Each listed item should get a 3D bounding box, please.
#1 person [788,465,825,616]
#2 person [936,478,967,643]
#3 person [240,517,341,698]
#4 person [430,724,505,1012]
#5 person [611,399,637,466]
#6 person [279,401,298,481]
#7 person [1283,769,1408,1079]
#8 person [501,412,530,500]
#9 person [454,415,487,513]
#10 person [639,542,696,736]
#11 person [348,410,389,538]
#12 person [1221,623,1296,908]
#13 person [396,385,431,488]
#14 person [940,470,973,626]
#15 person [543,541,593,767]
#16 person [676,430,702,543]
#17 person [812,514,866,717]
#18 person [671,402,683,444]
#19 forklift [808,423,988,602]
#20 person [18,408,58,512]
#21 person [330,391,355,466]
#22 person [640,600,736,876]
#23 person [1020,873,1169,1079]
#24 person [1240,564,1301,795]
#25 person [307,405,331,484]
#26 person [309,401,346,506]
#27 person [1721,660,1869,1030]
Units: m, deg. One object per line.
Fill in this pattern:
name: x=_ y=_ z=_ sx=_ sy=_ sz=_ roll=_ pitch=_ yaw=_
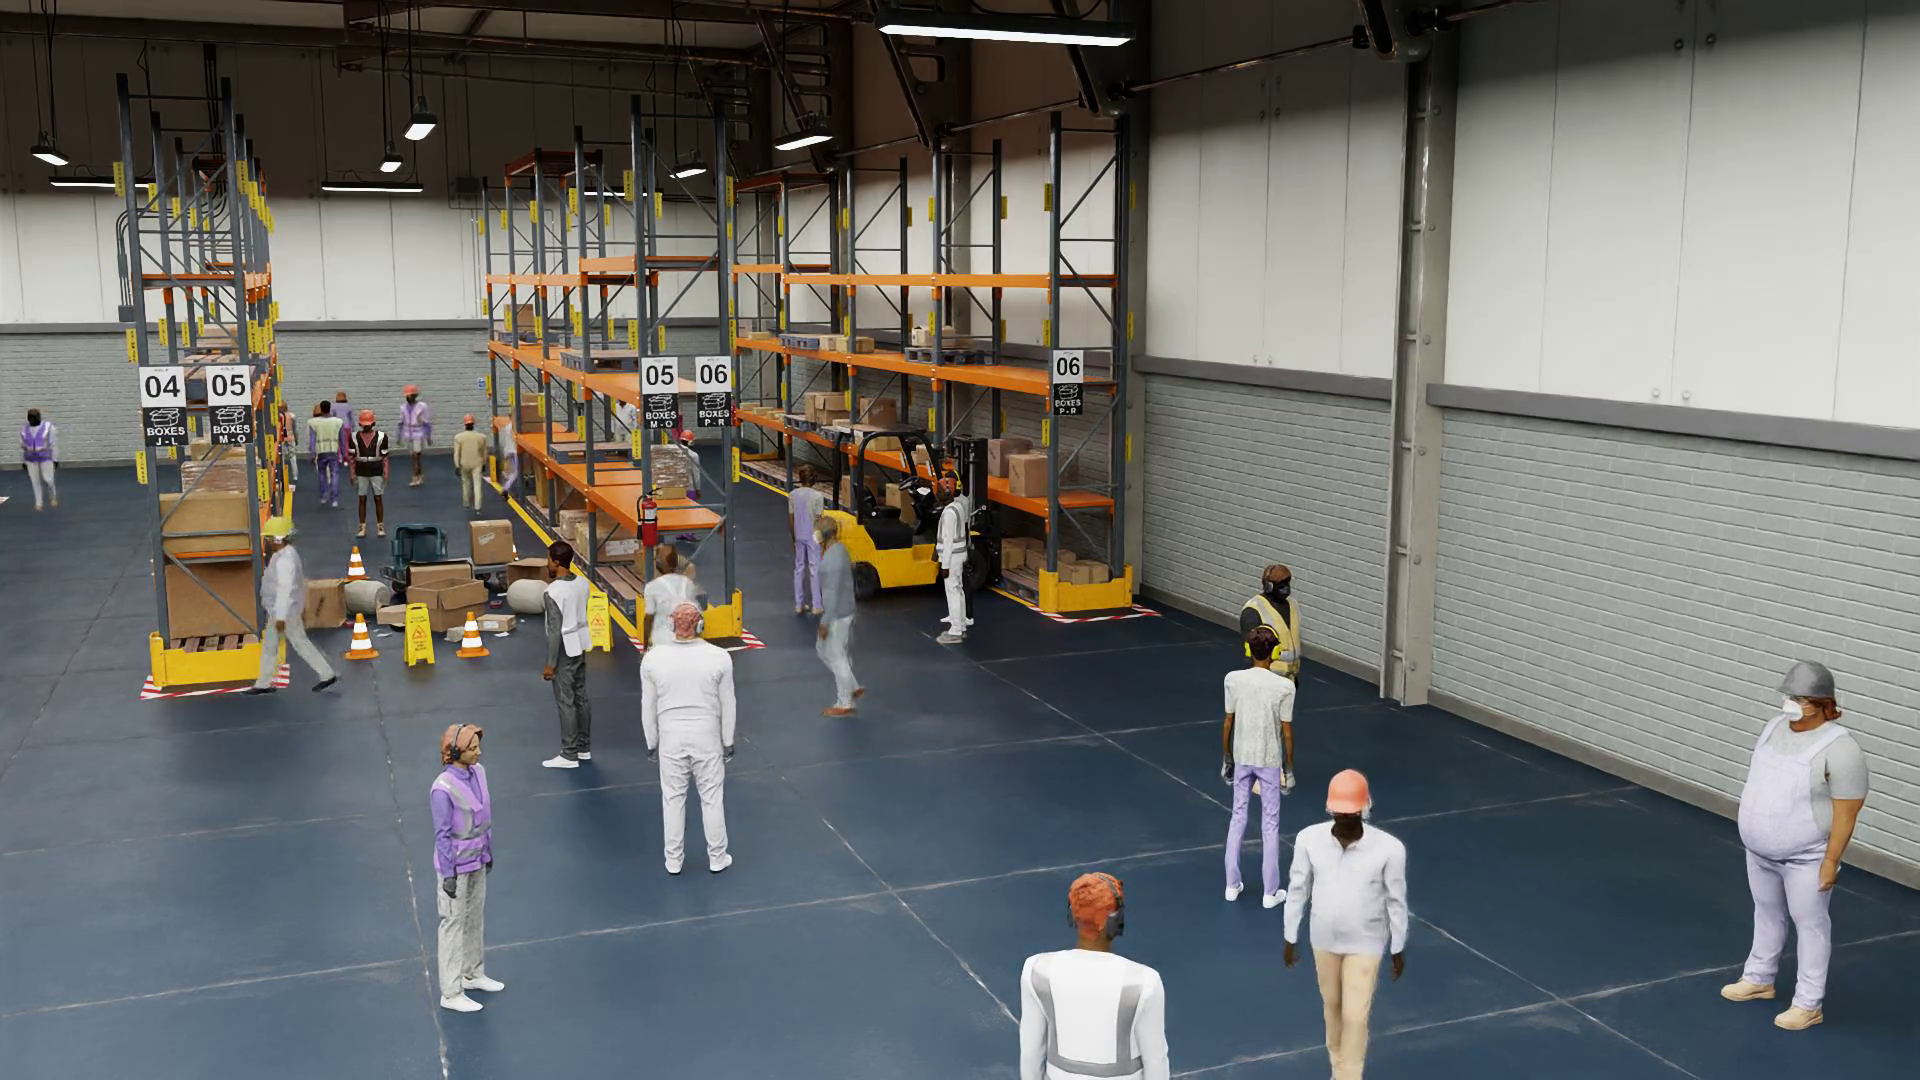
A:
person: x=-1.842 y=0.001 z=20.252 sx=0.508 sy=1.846 sz=0.345 roll=4 pitch=10 yaw=26
person: x=-0.099 y=0.224 z=18.768 sx=0.350 sy=1.877 sz=0.577 roll=1 pitch=9 yaw=9
person: x=-6.582 y=0.653 z=16.322 sx=0.910 sy=1.795 sz=0.604 roll=-4 pitch=10 yaw=-25
person: x=-2.803 y=1.833 z=9.397 sx=0.313 sy=1.631 sz=0.516 roll=2 pitch=9 yaw=11
person: x=-7.099 y=-2.309 z=35.080 sx=0.573 sy=1.748 sz=0.342 roll=1 pitch=9 yaw=3
person: x=-13.577 y=-1.987 z=33.450 sx=0.515 sy=1.633 sz=0.317 roll=-6 pitch=11 yaw=-31
person: x=1.843 y=1.983 z=8.125 sx=0.591 sy=1.724 sz=0.756 roll=5 pitch=10 yaw=30
person: x=-8.223 y=-1.611 z=30.751 sx=0.533 sy=1.738 sz=0.800 roll=6 pitch=11 yaw=34
person: x=-8.552 y=-1.331 z=29.073 sx=0.570 sy=1.699 sz=0.910 roll=-3 pitch=10 yaw=-21
person: x=-2.478 y=0.935 z=14.447 sx=0.612 sy=1.824 sz=0.532 roll=9 pitch=12 yaw=43
person: x=-9.311 y=-1.041 z=26.220 sx=0.605 sy=2.036 sz=0.383 roll=-2 pitch=9 yaw=-14
person: x=1.961 y=1.476 z=10.944 sx=0.507 sy=1.861 sz=0.329 roll=5 pitch=10 yaw=30
person: x=-10.697 y=-2.003 z=32.389 sx=0.638 sy=1.999 sz=0.963 roll=2 pitch=9 yaw=14
person: x=-0.032 y=0.093 z=19.648 sx=0.320 sy=1.861 sz=0.504 roll=-4 pitch=10 yaw=-26
person: x=-3.306 y=0.957 z=14.005 sx=0.388 sy=1.919 sz=0.594 roll=2 pitch=9 yaw=15
person: x=-4.222 y=-0.836 z=25.847 sx=0.565 sy=1.744 sz=0.355 roll=7 pitch=11 yaw=38
person: x=-1.167 y=0.713 z=15.542 sx=0.418 sy=1.918 sz=0.669 roll=0 pitch=9 yaw=-3
person: x=-6.622 y=-2.870 z=38.599 sx=0.322 sy=1.761 sz=0.522 roll=4 pitch=10 yaw=24
forklift: x=-0.830 y=-0.399 z=21.676 sx=2.313 sy=2.155 sz=1.214 roll=-4 pitch=10 yaw=-21
person: x=-16.151 y=-1.404 z=29.155 sx=0.640 sy=1.826 sz=0.432 roll=-2 pitch=9 yaw=-10
person: x=-13.469 y=-2.435 z=36.287 sx=0.520 sy=1.614 sz=0.586 roll=-3 pitch=10 yaw=-19
person: x=-1.862 y=1.364 z=11.481 sx=0.642 sy=1.909 sz=0.399 roll=0 pitch=9 yaw=-3
person: x=0.516 y=2.188 z=6.360 sx=0.572 sy=1.886 sz=0.353 roll=3 pitch=10 yaw=18
person: x=2.511 y=1.100 z=13.346 sx=0.624 sy=1.845 sz=0.430 roll=-8 pitch=12 yaw=-41
person: x=-12.581 y=-1.860 z=32.735 sx=0.503 sy=1.595 sz=0.791 roll=-4 pitch=10 yaw=-24
person: x=-11.413 y=-1.571 z=30.046 sx=0.605 sy=1.881 sz=0.939 roll=-4 pitch=10 yaw=-22
person: x=4.579 y=1.660 z=9.196 sx=0.538 sy=2.000 sz=0.682 roll=-3 pitch=9 yaw=-18
